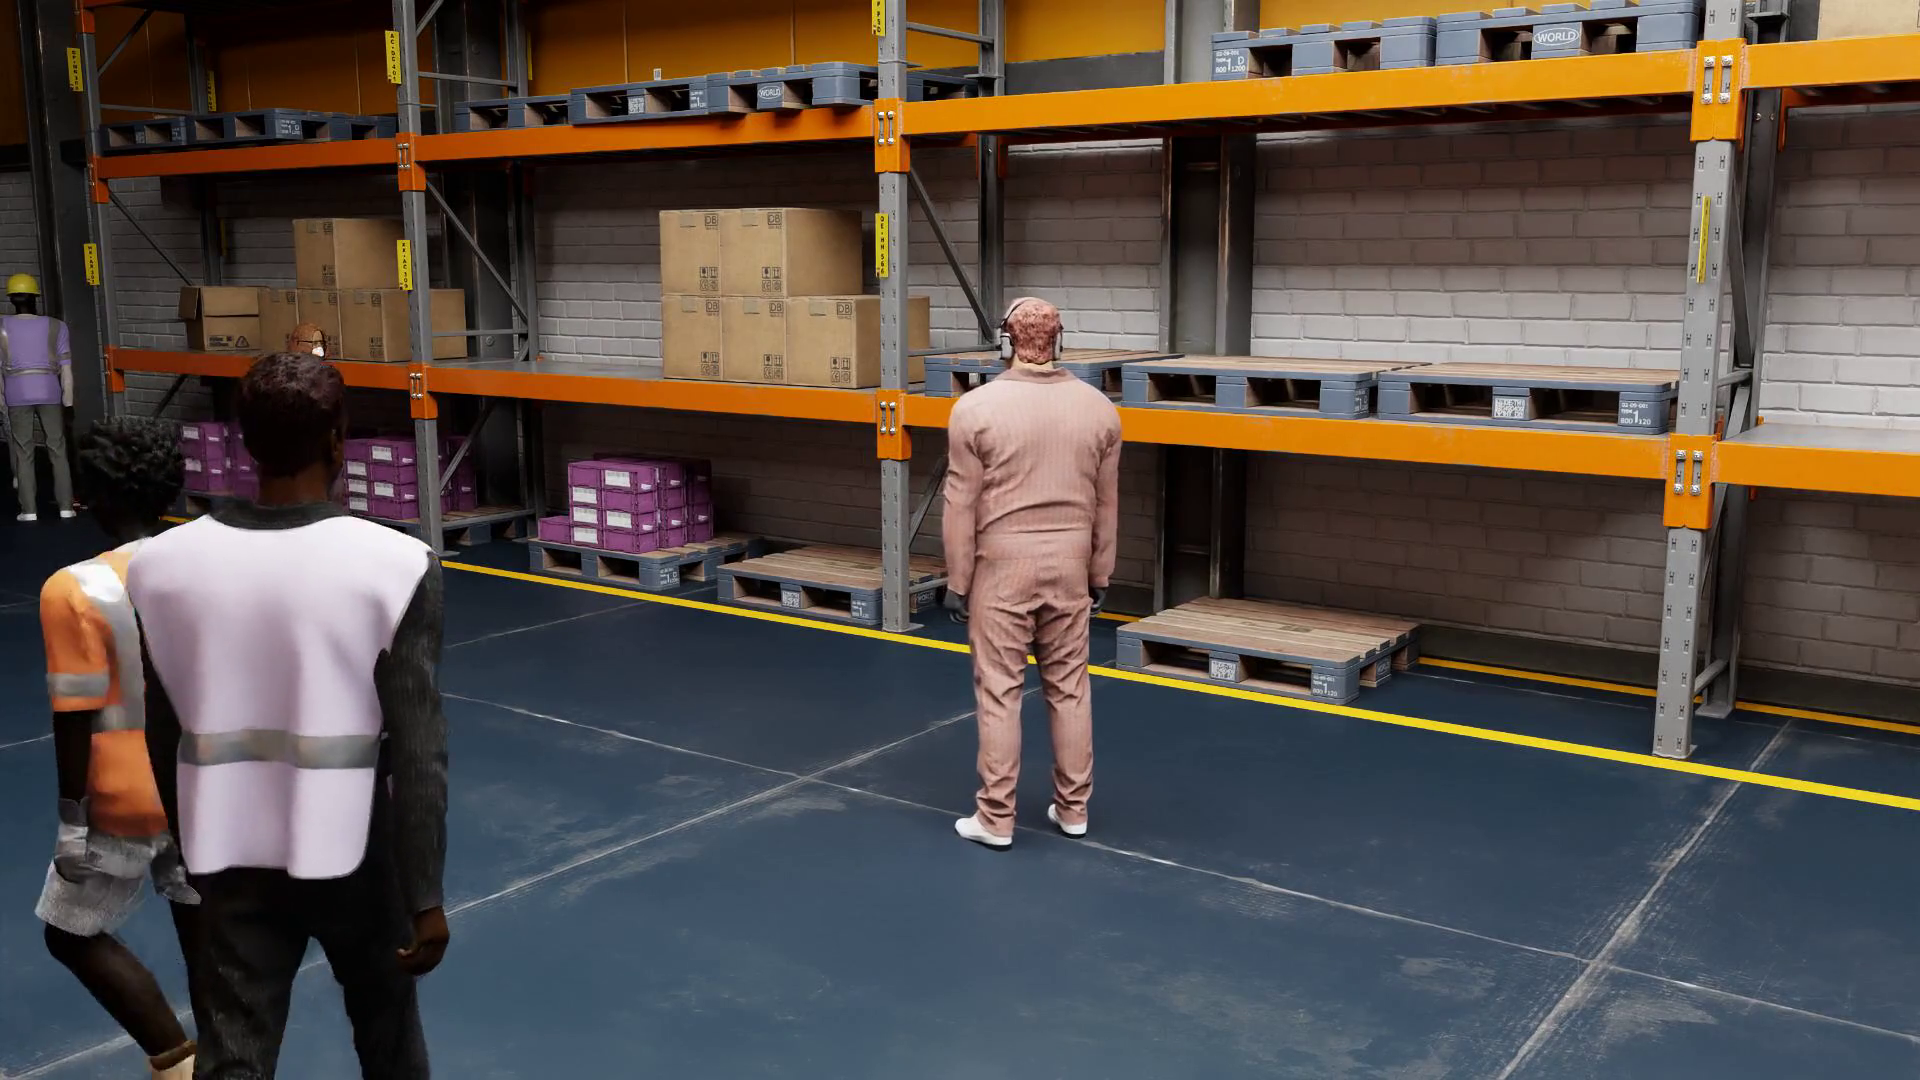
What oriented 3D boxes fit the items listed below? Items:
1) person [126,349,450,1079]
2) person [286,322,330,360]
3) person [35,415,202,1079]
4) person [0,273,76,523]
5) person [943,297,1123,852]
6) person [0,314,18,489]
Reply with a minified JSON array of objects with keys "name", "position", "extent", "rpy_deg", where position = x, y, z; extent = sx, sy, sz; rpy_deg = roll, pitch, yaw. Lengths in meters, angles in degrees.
[{"name":"person","position":[-1.253,0.574,3.162],"extent":[0.607,1.862,1.047],"rpy_deg":[0,10,0]},{"name":"person","position":[-4.227,-0.598,10.835],"extent":[0.277,1.629,0.497],"rpy_deg":[5,11,29]},{"name":"person","position":[-1.806,0.564,3.724],"extent":[0.375,1.680,0.564],"rpy_deg":[4,10,21]},{"name":"person","position":[-7.196,-1.093,12.894],"extent":[0.589,1.924,0.384],"rpy_deg":[-7,12,-34]},{"name":"person","position":[0.237,0.114,5.797],"extent":[0.646,1.901,0.397],"rpy_deg":[-4,10,-23]},{"name":"person","position":[-8.577,-1.372,14.714],"extent":[0.521,1.873,0.334],"rpy_deg":[-4,10,-23]}]
